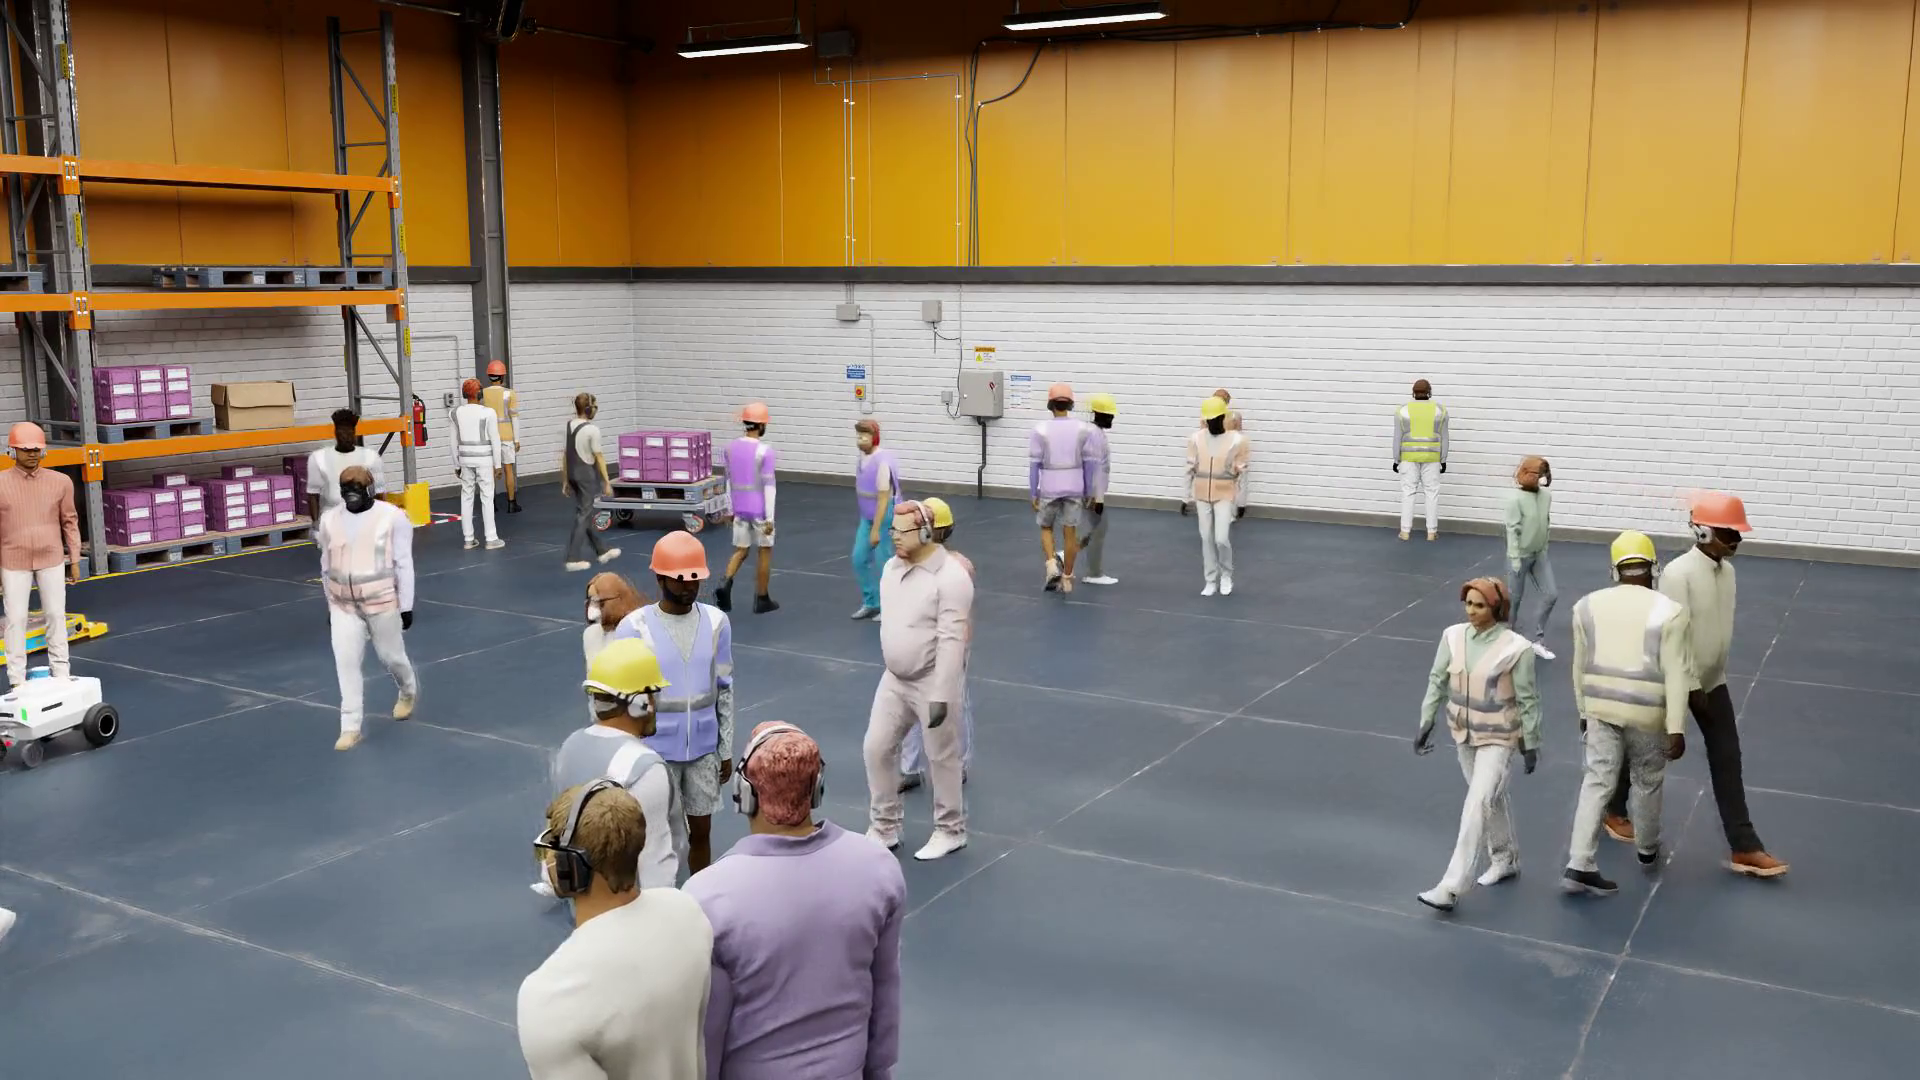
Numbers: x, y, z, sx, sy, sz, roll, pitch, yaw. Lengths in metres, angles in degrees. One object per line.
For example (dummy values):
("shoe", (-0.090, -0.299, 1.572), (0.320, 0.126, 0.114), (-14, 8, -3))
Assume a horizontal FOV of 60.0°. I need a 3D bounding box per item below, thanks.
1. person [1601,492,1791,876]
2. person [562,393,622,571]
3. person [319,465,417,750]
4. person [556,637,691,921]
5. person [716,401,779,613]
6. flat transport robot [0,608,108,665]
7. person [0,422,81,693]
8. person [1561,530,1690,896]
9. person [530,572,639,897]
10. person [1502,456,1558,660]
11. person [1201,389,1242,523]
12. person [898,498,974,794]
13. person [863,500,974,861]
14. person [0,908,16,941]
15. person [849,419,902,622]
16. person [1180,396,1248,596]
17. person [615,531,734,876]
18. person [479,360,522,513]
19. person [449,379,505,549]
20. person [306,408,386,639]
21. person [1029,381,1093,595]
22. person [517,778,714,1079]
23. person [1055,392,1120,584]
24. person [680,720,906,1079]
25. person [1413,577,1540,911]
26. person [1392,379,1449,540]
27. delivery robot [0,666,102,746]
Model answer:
("person", (3.765, 0.708, 8.570), (0.613, 1.941, 1.071), (-5, 10, -29))
("person", (-3.781, -0.604, 17.092), (0.536, 1.809, 0.793), (8, 12, 40))
("person", (-3.847, 0.395, 10.893), (0.631, 1.816, 0.856), (1, 9, 3))
("person", (-1.115, 1.231, 5.607), (0.411, 1.819, 0.624), (-8, 12, -41))
("person", (-1.873, -0.268, 14.691), (0.553, 1.912, 0.653), (5, 10, 26))
("flat transport robot", (-7.585, 0.778, 13.269), (0.652, 0.197, 1.431), (2, 9, 11))
("person", (-6.607, 0.150, 11.870), (0.617, 1.990, 0.399), (-7, 12, -38))
("person", (3.307, 0.847, 8.224), (0.630, 1.765, 0.912), (9, 13, 43))
("person", (-1.693, 0.950, 8.077), (0.517, 1.587, 0.847), (7, 11, 36))
("person", (4.486, 0.149, 13.006), (0.521, 1.610, 0.555), (-5, 11, -30))
("person", (3.169, -1.014, 20.204), (0.514, 1.639, 0.314), (1, 9, 6))
("person", (-0.183, 0.629, 9.628), (0.549, 1.742, 0.700), (7, 11, 36))
("person", (-0.272, 0.745, 8.476), (0.648, 1.885, 0.727), (9, 13, 43))
("person", (-4.212, 1.023, 6.831), (0.541, 1.847, 0.473), (6, 11, 33))
("person", (-0.704, -0.156, 14.343), (0.543, 1.796, 0.606), (-5, 10, -27))
("person", (2.384, -0.401, 15.584), (0.586, 1.896, 0.423), (5, 10, 27))
("person", (-1.226, 0.911, 7.307), (0.541, 1.930, 0.388), (-6, 11, -31))
("person", (-5.832, -1.298, 21.042), (0.542, 1.938, 0.357), (0, 9, 0))
("person", (-5.314, -0.834, 18.312), (0.575, 1.885, 0.355), (1, 9, 9))
("person", (-5.127, -0.159, 13.999), (0.660, 1.966, 0.691), (-3, 10, -18))
("person", (0.951, -0.476, 15.661), (0.620, 2.029, 0.468), (-1, 9, -3))
("person", (-0.761, 1.477, 3.722), (0.374, 1.939, 0.629), (3, 10, 20))
("person", (1.267, -0.491, 16.114), (0.539, 1.900, 0.629), (0, 9, 0))
("person", (-0.456, 1.402, 4.287), (0.653, 1.906, 0.408), (-6, 11, -34))
("person", (2.478, 0.962, 8.009), (0.877, 1.587, 0.542), (-6, 11, -33))
("person", (5.236, -0.908, 18.933), (0.621, 1.838, 0.429), (2, 9, 12))
("delivery robot", (-5.764, 1.040, 10.463), (0.477, 0.478, 0.707), (2, 9, 12))
